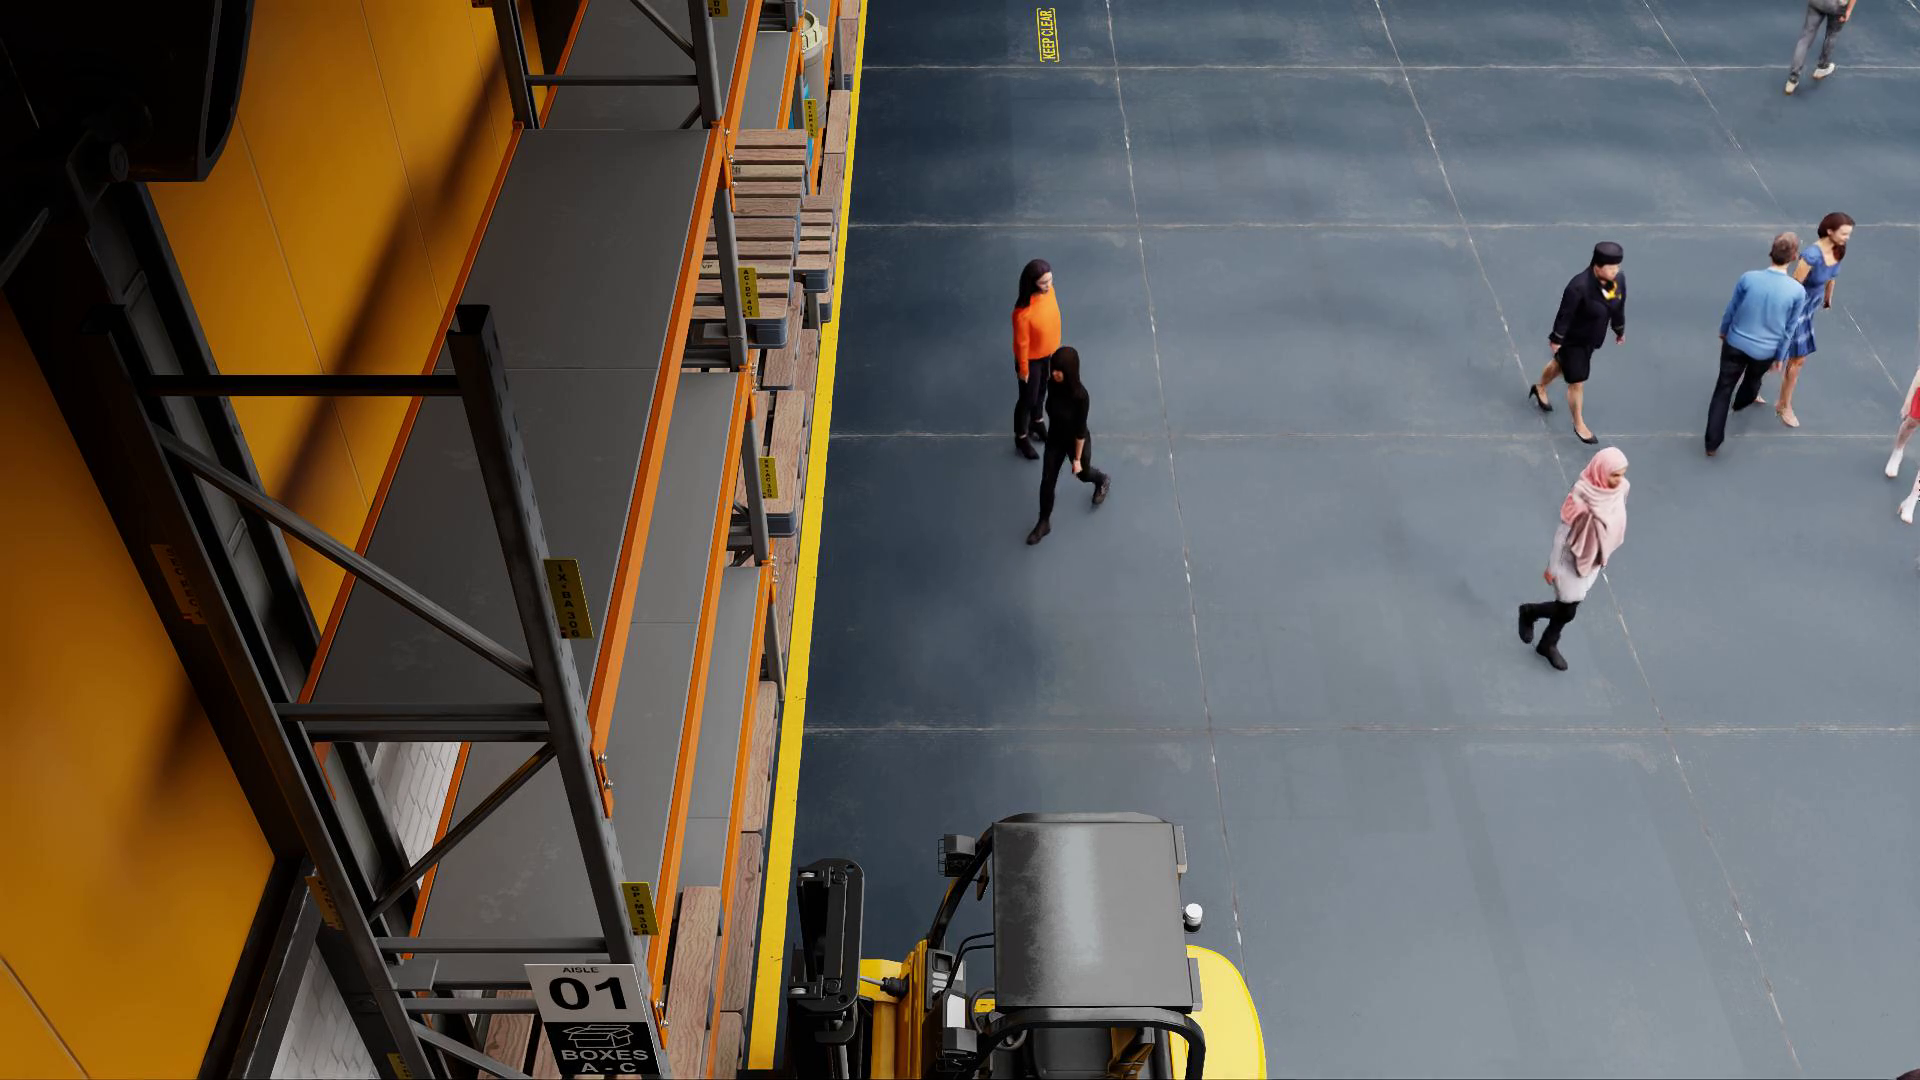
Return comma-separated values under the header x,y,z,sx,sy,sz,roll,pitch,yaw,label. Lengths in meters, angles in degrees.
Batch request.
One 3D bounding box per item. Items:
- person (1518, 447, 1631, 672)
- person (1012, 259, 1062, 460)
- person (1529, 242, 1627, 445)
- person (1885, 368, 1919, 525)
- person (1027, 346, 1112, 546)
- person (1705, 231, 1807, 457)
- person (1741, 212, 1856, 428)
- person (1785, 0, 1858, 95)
x,y,z,sx,sy,sz,roll,pitch,yaw,label
3.968,0.079,10.855,0.796,1.797,0.858,-19,47,-19,person
0.544,-1.371,12.414,0.766,1.748,0.661,23,48,23,person
4.691,-1.595,12.727,1.003,1.639,1.162,-21,47,-20,person
7.114,-1.070,12.074,0.930,1.781,1.202,17,46,17,person
0.831,-0.723,11.836,0.992,1.605,1.124,29,51,27,person
5.890,-1.409,12.442,1.051,1.765,1.239,24,49,23,person
6.375,-1.774,12.806,0.917,1.789,0.989,-32,52,-29,person
8.576,-5.308,16.460,1.025,1.866,1.110,29,51,27,person
